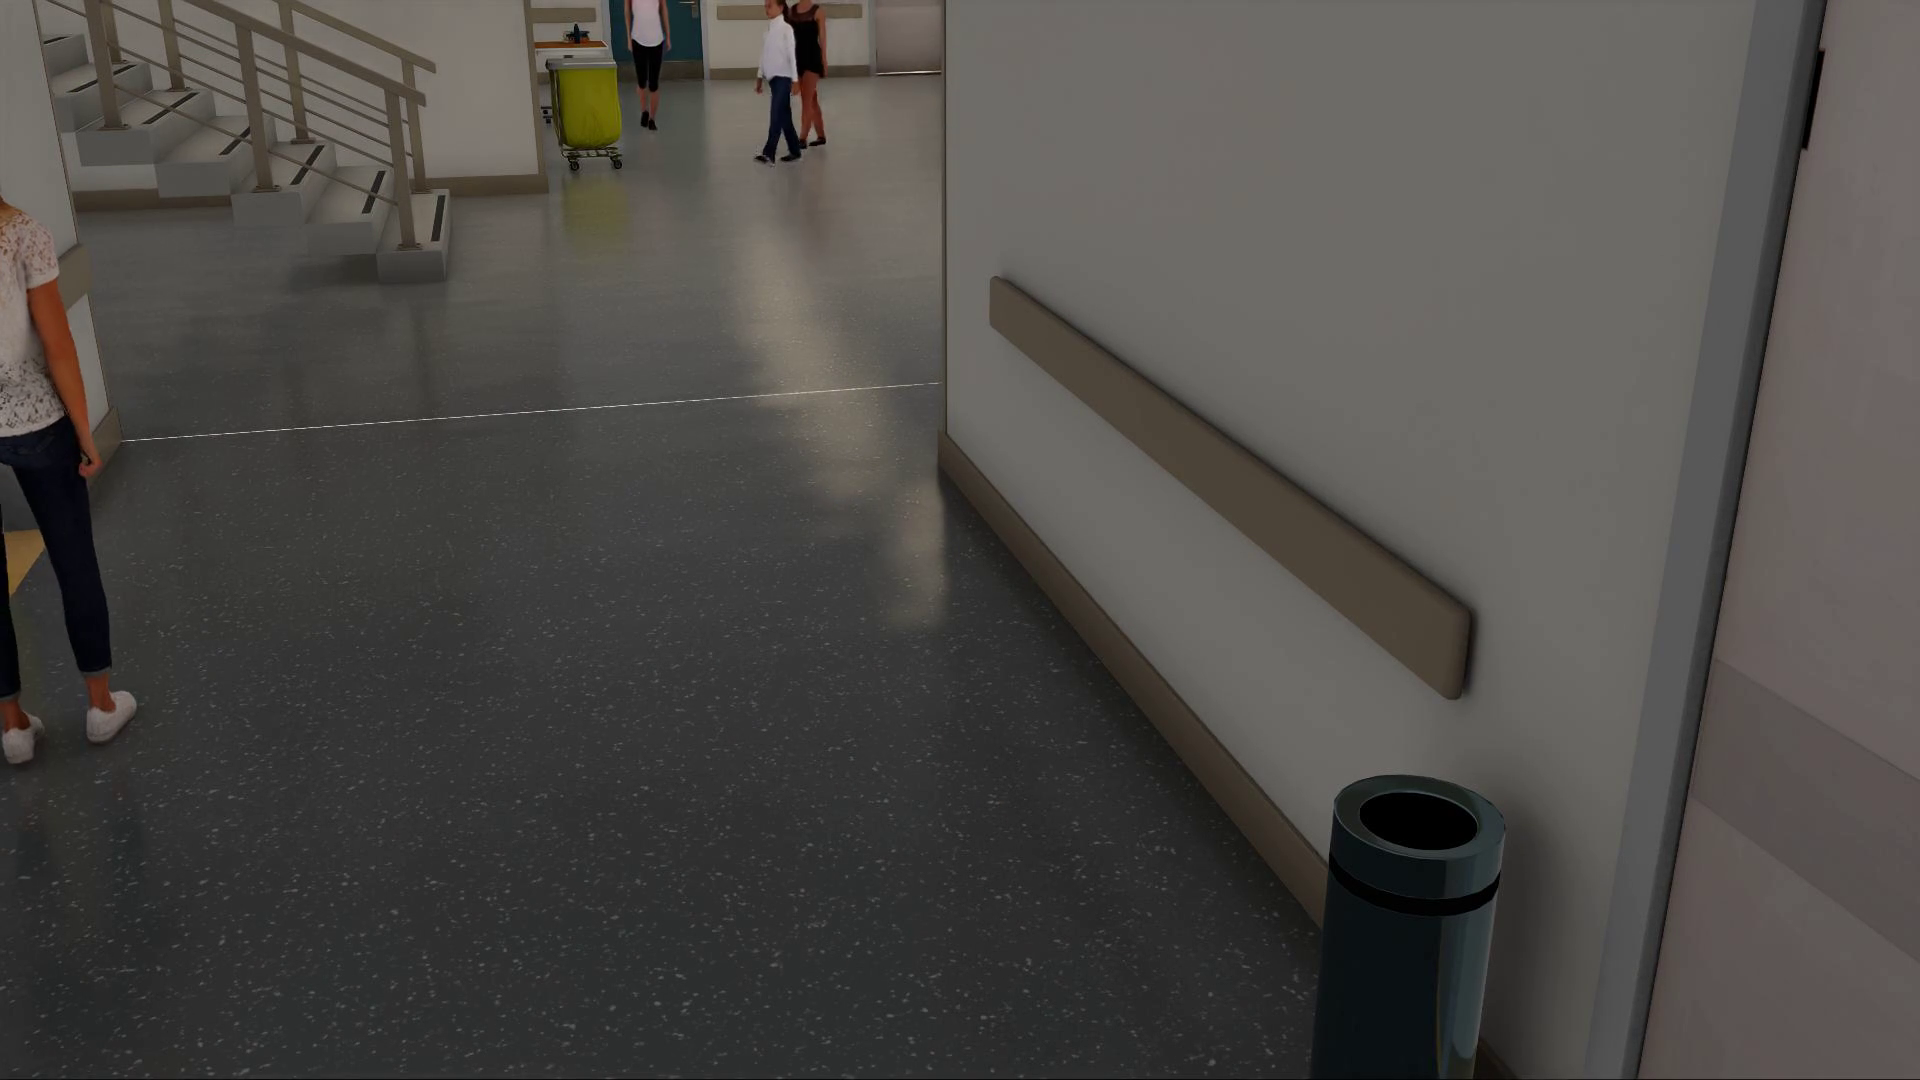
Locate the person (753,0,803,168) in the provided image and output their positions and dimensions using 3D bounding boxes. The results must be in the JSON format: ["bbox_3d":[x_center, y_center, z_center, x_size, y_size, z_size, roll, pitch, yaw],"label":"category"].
[{"bbox_3d":[-1.574,-4.201,15.220,0.852,1.529,1.001,18,27,38],"label":"person"}]

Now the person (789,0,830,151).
[{"bbox_3d":[-1.443,-4.669,16.286,0.940,1.650,1.018,13,24,30],"label":"person"}]

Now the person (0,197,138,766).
[{"bbox_3d":[-2.574,-0.253,4.404,0.530,1.807,0.677,-7,22,-17],"label":"person"}]

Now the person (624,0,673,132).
[{"bbox_3d":[-3.303,-5.238,17.609,0.521,1.776,0.663,-5,21,-13],"label":"person"}]
